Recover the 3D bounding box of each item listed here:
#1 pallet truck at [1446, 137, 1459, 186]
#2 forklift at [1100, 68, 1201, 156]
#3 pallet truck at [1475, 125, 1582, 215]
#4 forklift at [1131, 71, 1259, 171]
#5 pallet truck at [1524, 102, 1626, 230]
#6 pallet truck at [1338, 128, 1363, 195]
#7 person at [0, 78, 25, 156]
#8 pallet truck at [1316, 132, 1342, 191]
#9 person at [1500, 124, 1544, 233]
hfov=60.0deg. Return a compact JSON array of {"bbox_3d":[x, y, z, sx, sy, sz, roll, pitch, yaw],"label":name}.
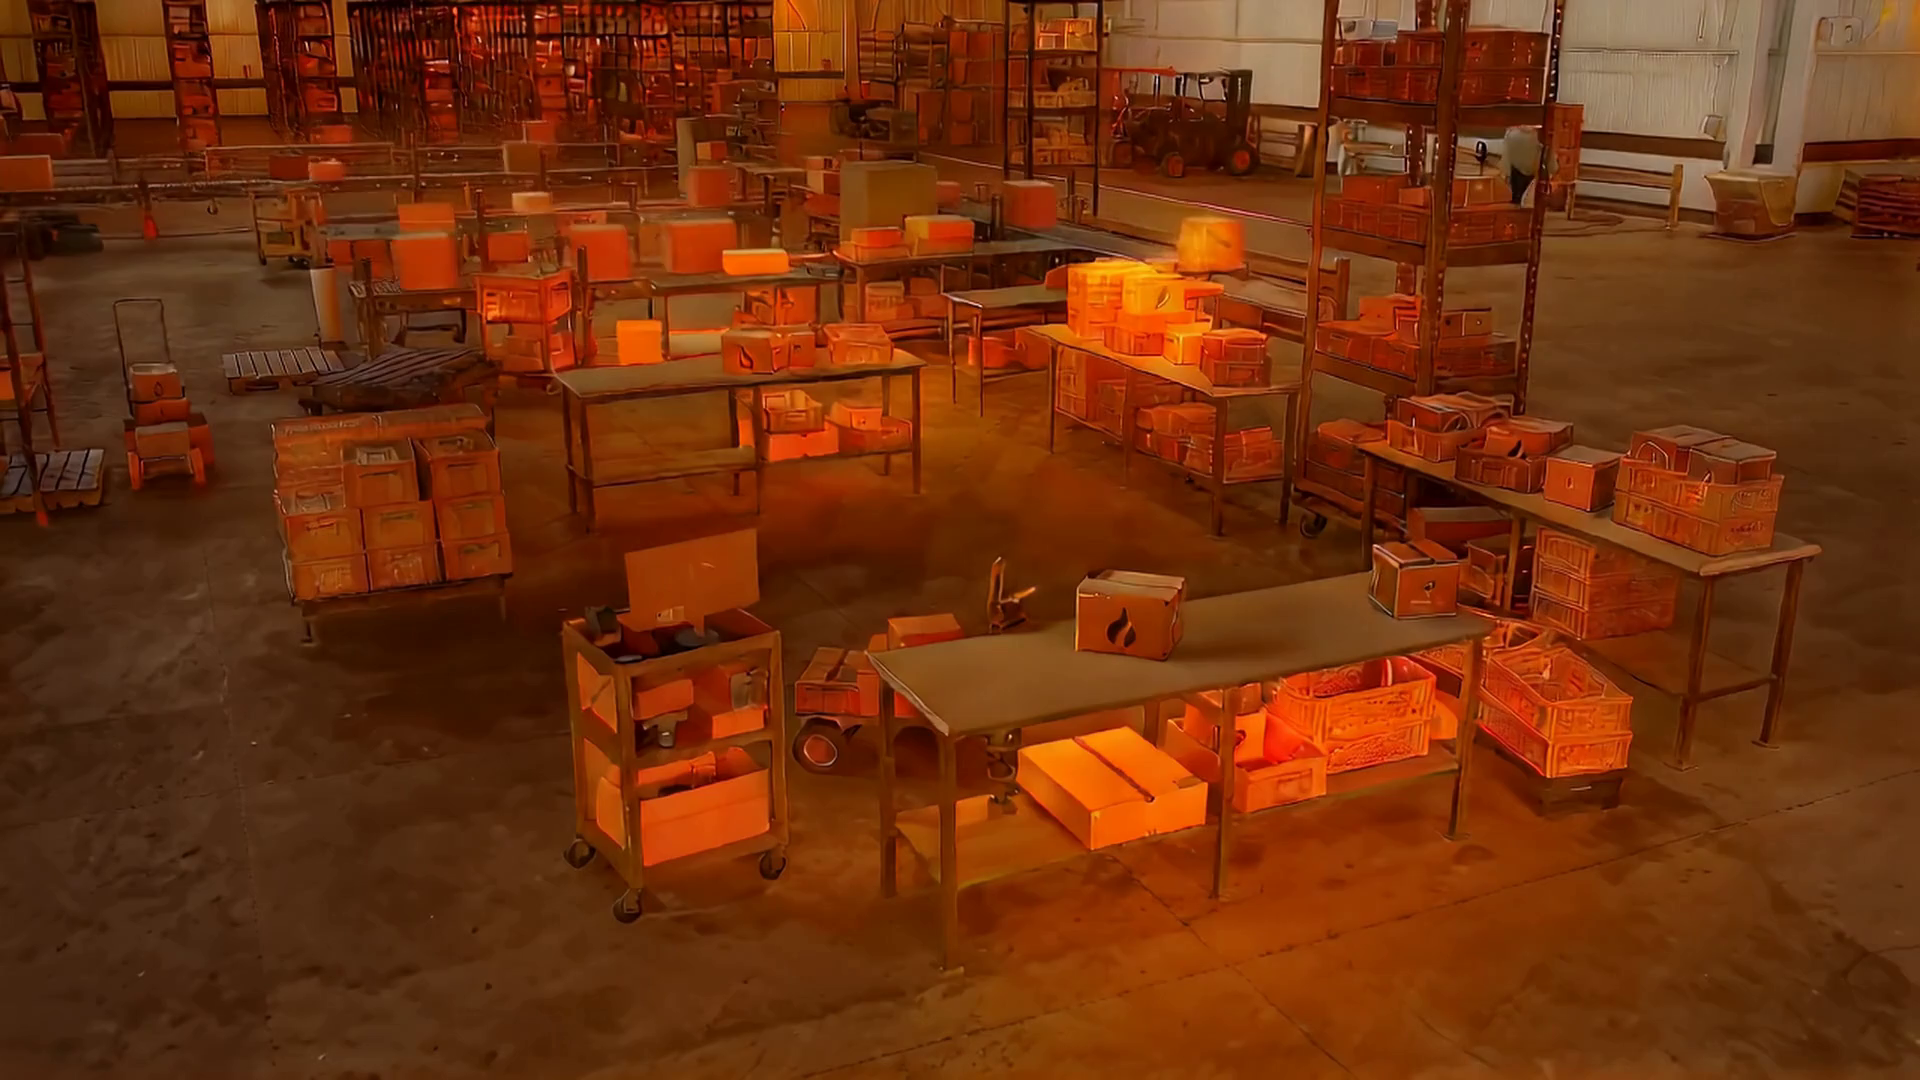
[{"bbox_3d":[9.184,-6.485,29.328,1.630,1.274,0.653,-8,19,-23],"label":"pallet truck"},{"bbox_3d":[4.082,-9.564,37.410,2.680,1.987,1.157,-8,19,-23],"label":"forklift"},{"bbox_3d":[9.707,-6.455,28.103,1.885,1.965,0.823,-7,19,-20],"label":"pallet truck"},{"bbox_3d":[4.998,-8.936,35.413,2.680,1.987,1.157,-9,20,-25],"label":"forklift"},{"bbox_3d":[9.972,-6.037,26.785,1.885,1.965,0.823,-9,20,-25],"label":"pallet truck"},{"bbox_3d":[7.845,-7.140,31.411,1.522,1.261,0.704,-9,20,-25],"label":"pallet truck"},{"bbox_3d":[-22.983,-10.249,40.334,0.586,1.826,0.403,-1,18,-5],"label":"person"},{"bbox_3d":[7.723,-7.504,32.656,1.601,1.201,0.680,-8,19,-23],"label":"pallet truck"},{"bbox_3d":[8.879,-5.753,26.153,0.625,1.842,0.995,-8,19,-23],"label":"person"}]
